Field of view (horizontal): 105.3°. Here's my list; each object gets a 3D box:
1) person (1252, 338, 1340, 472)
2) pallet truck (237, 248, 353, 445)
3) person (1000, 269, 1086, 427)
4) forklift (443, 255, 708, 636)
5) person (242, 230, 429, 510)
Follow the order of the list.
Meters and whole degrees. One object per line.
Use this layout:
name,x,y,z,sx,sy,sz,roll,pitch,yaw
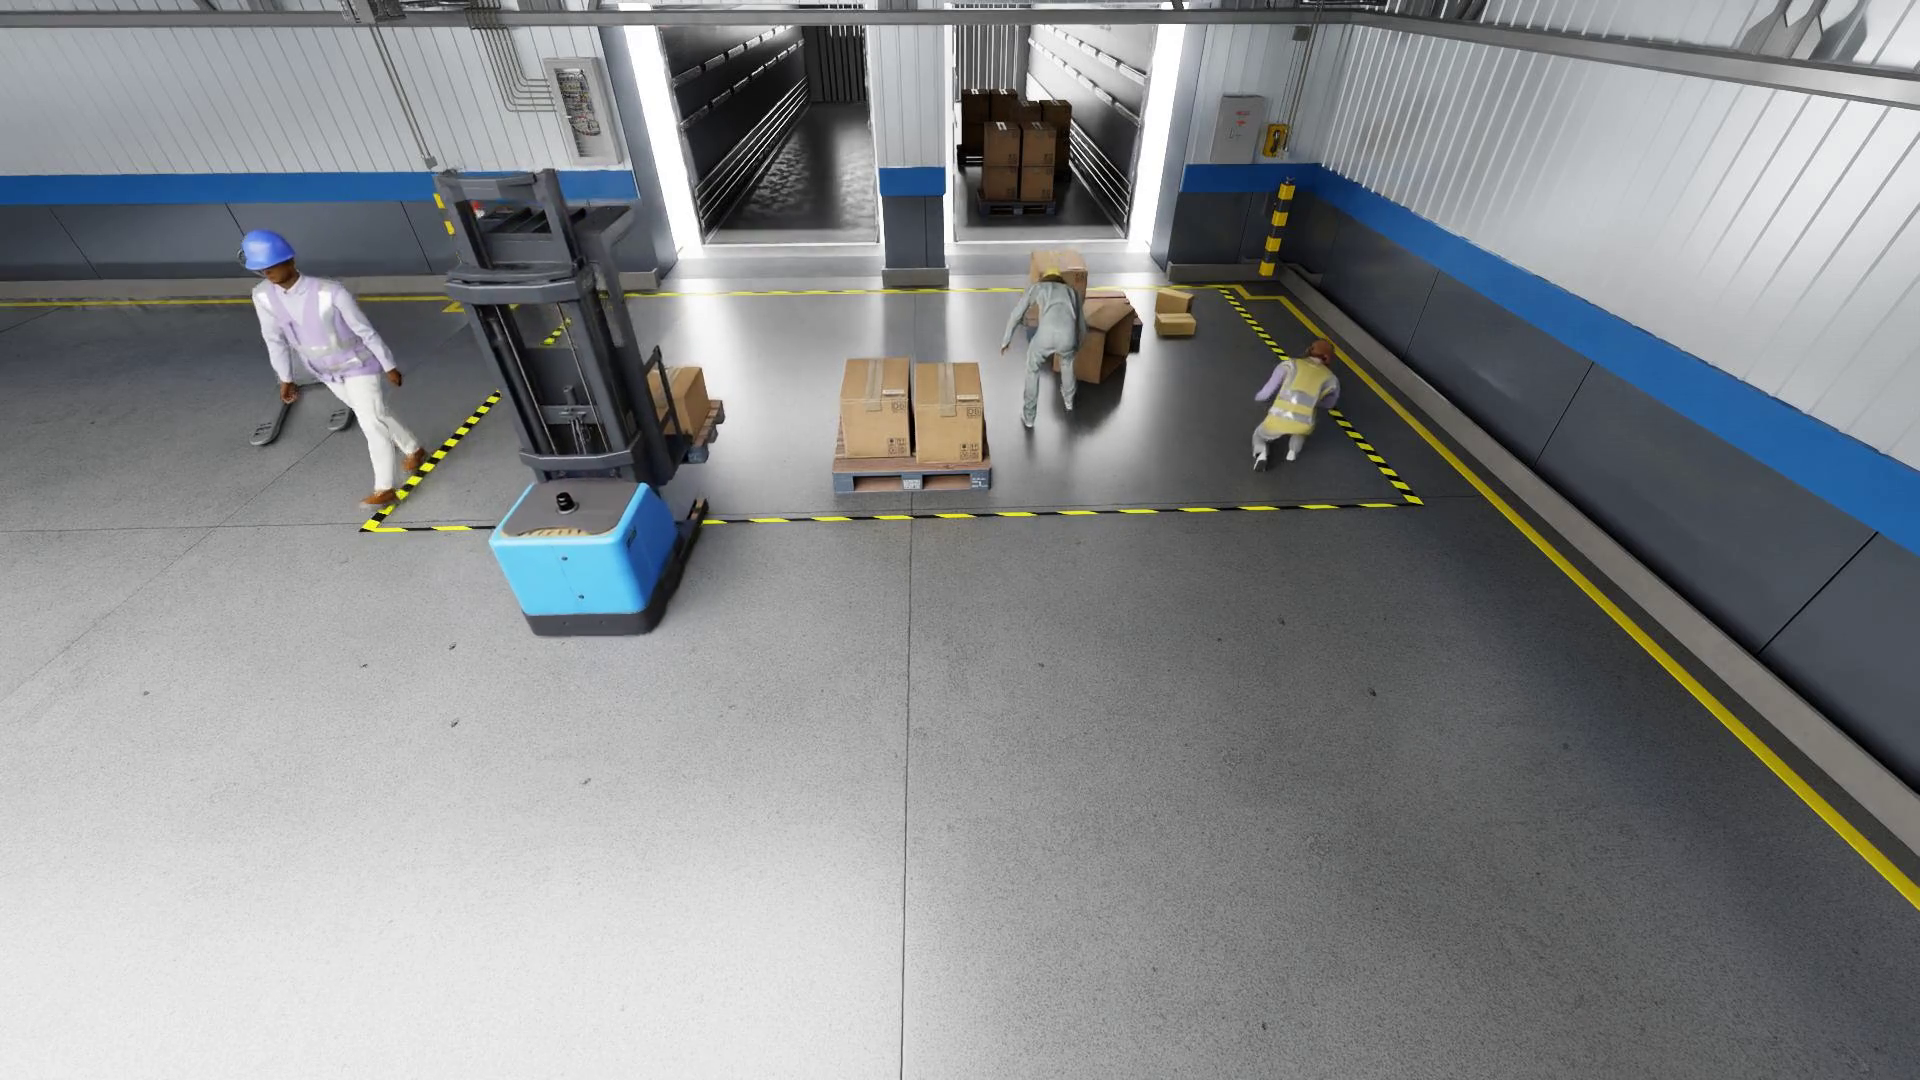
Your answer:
person,2.642,-1.054,5.820,0.616,0.928,0.913,16,41,19
pallet truck,-5.915,-1.733,6.366,0.680,1.201,1.601,-18,42,-21
person,0.701,-1.643,6.324,0.708,1.153,0.830,-6,39,-8
forklift,-2.213,-0.464,4.121,0.716,2.013,0.776,-1,38,-1
person,-4.350,-1.139,5.081,0.617,1.908,0.938,1,38,1
